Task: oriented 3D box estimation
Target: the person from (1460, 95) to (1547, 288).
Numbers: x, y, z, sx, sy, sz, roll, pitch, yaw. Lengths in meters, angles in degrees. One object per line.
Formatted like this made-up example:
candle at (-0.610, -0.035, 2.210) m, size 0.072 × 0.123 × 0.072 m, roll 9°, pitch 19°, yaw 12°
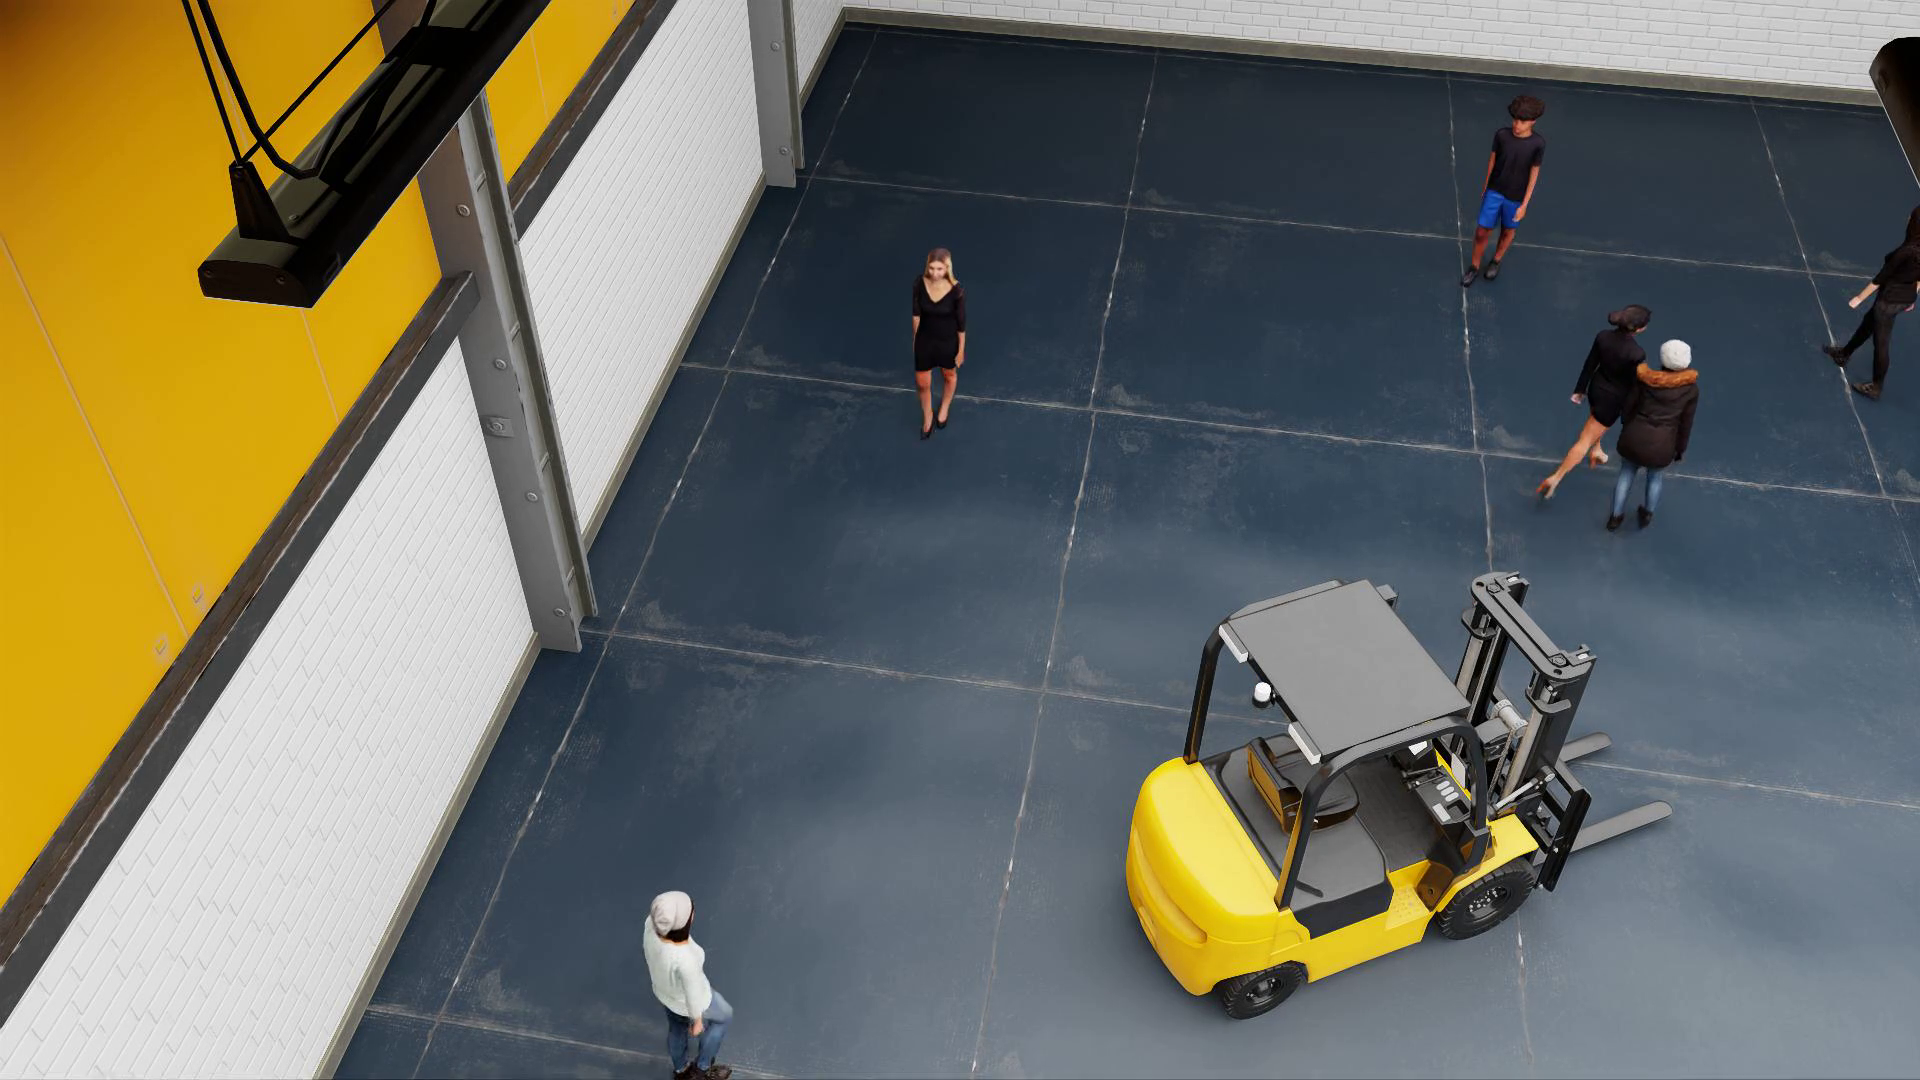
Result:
person at (4.653, -2.974, 13.971) m, size 0.733 × 1.764 × 0.858 m, roll 21°, pitch 47°, yaw 21°

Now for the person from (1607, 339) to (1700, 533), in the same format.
person at (4.813, -0.681, 11.667) m, size 0.728 × 1.623 × 0.746 m, roll 22°, pitch 48°, yaw 21°

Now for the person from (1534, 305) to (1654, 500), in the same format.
person at (4.581, -0.943, 11.963) m, size 1.077 × 1.593 × 1.046 m, roll -25°, pitch 49°, yaw -24°

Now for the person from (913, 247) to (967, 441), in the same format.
person at (-0.134, -1.534, 12.535) m, size 0.591 × 1.660 × 0.630 m, roll 9°, pitch 44°, yaw 9°

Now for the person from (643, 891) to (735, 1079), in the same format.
person at (-1.480, 2.345, 8.479) m, size 0.701 × 1.638 × 0.741 m, roll 34°, pitch 53°, yaw 31°

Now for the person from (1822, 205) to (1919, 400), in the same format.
person at (7.267, -1.796, 12.839) m, size 0.902 × 1.620 × 0.988 m, roll -23°, pitch 48°, yaw -23°
